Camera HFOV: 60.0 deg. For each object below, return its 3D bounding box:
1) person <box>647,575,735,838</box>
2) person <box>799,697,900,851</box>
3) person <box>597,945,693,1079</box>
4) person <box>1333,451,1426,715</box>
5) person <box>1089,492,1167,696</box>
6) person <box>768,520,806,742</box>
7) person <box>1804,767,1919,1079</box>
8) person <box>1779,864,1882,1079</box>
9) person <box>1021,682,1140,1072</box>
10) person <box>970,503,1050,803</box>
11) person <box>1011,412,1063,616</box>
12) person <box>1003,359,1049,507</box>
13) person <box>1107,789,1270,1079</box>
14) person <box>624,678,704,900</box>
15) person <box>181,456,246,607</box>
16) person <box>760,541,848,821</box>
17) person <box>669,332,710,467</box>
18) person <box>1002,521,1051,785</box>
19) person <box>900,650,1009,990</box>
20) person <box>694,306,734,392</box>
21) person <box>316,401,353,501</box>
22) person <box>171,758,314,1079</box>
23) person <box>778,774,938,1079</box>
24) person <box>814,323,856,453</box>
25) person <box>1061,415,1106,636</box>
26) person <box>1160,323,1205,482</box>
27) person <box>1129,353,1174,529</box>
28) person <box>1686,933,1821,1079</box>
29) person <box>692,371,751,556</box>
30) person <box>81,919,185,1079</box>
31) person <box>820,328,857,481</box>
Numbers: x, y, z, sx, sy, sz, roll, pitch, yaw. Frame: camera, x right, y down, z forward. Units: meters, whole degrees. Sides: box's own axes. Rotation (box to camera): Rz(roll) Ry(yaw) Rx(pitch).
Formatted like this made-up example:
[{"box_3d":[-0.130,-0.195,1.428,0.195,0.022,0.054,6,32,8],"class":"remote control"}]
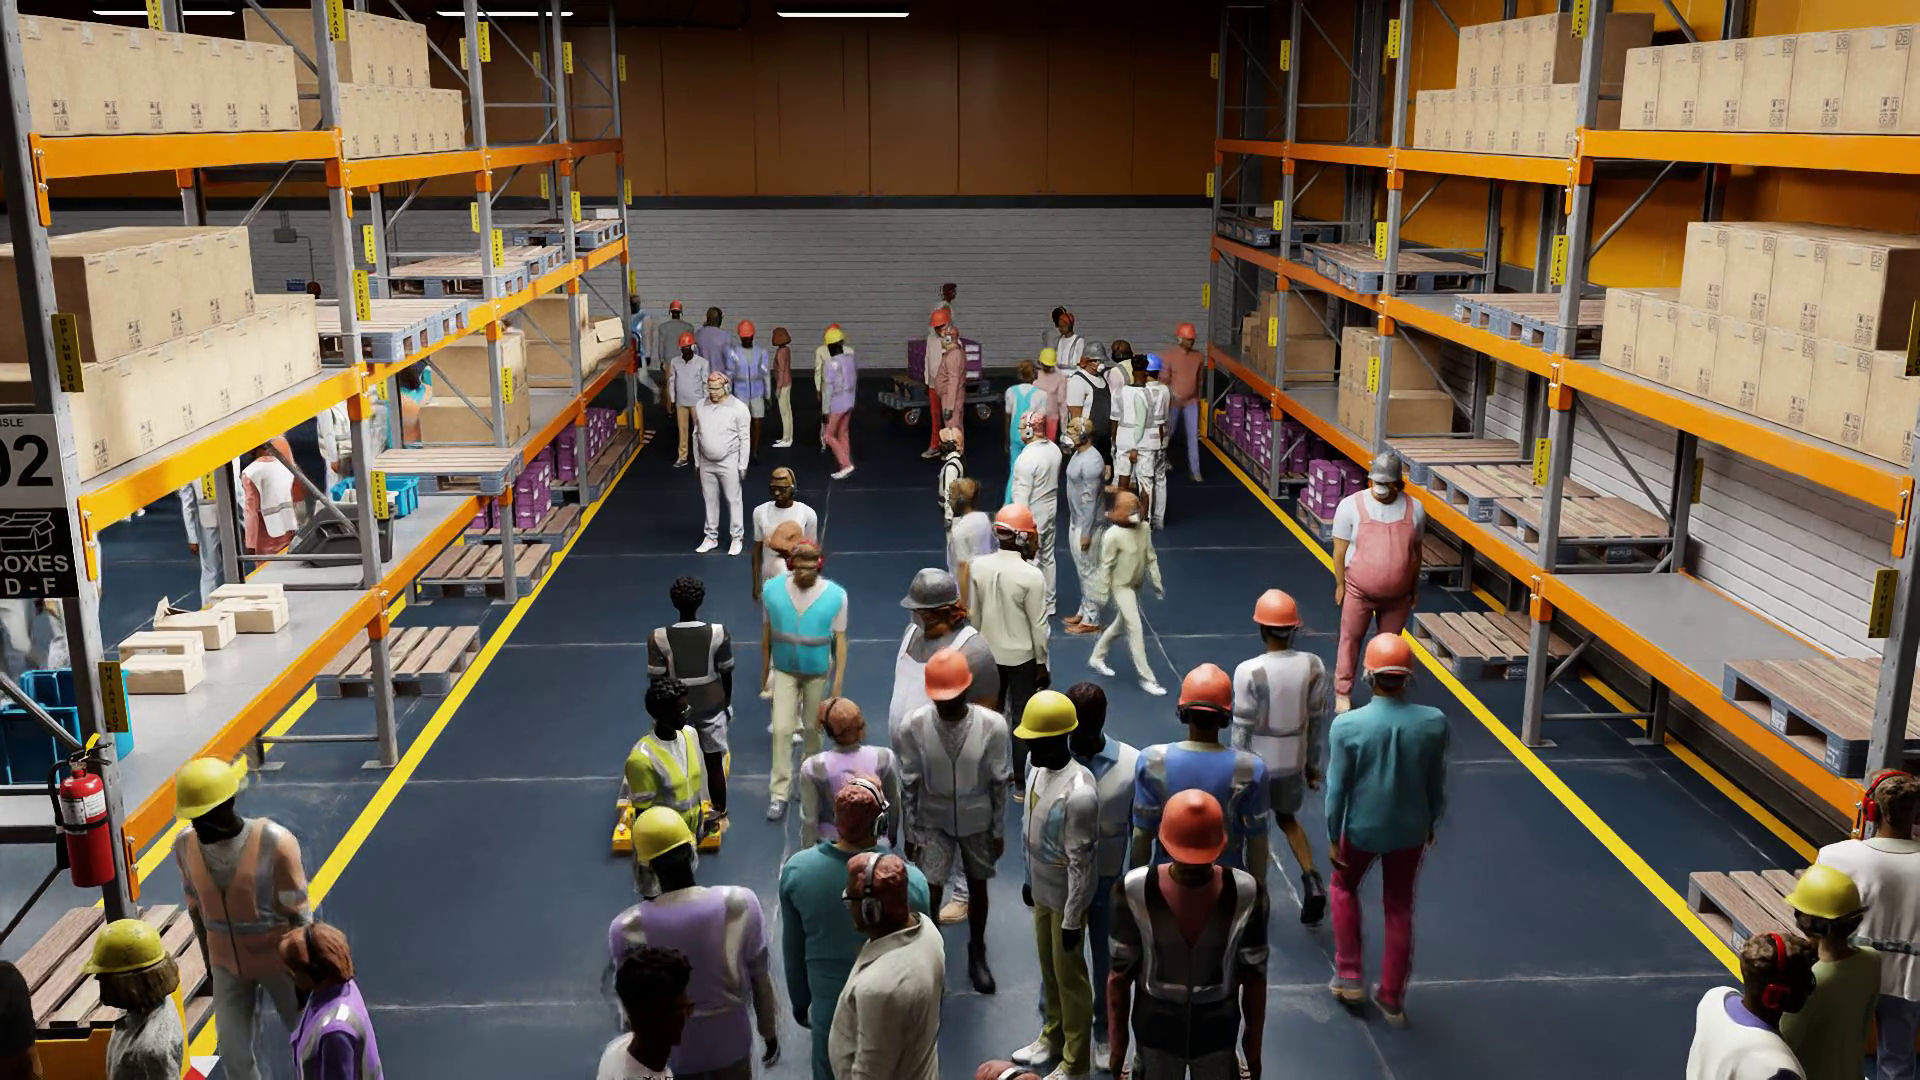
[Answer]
[{"box_3d":[-1.658,1.047,10.296,0.542,1.695,0.316,-4,15,-16],"class":"person"},{"box_3d":[-0.573,1.551,8.473,0.539,1.613,0.689,-4,15,-15],"class":"person"},{"box_3d":[-1.043,2.221,5.287,1.018,1.902,0.636,-3,15,-12],"class":"person"},{"box_3d":[3.140,0.327,12.436,0.683,2.000,0.536,0,14,-1],"class":"person"},{"box_3d":[1.322,0.381,13.124,0.839,1.585,0.505,13,19,41],"class":"person"},{"box_3d":[-1.202,0.654,11.969,0.364,1.626,0.545,-7,16,-25],"class":"person"},{"box_3d":[3.789,1.844,6.894,0.560,1.836,0.394,4,15,15],"class":"person"},{"box_3d":[3.176,2.051,6.229,0.525,1.762,0.341,-7,16,-26],"class":"person"},{"box_3d":[0.585,1.563,7.827,0.596,1.916,0.372,2,14,9],"class":"person"},{"box_3d":[0.341,0.739,10.923,0.608,1.989,0.386,11,18,38],"class":"person"},{"box_3d":[0.649,-0.202,14.801,0.399,1.900,0.645,9,17,31],"class":"person"},{"box_3d":[0.709,-1.079,18.404,0.515,1.823,0.742,4,15,14],"class":"person"},{"box_3d":[0.863,1.889,6.328,0.607,2.034,0.409,1,14,4],"class":"person"},{"box_3d":[-1.489,1.506,8.511,0.321,1.689,0.530,8,16,28],"class":"person"},{"box_3d":[-6.435,-0.103,14.394,0.405,1.909,0.597,8,16,28],"class":"person"},{"box_3d":[-1.025,0.895,10.663,0.593,1.803,0.833,1,14,5],"class":"person"},{"box_3d":[-3.478,-1.796,21.341,0.559,1.752,0.326,3,15,13],"class":"person"},{"box_3d":[0.382,0.778,10.974,0.356,1.885,0.573,-12,19,-39],"class":"person"},{"box_3d":[-0.027,1.438,8.368,0.542,1.905,0.561,0,14,2],"class":"person"},{"box_3d":[-3.301,-2.188,22.511,0.635,1.939,0.367,7,16,26],"class":"person"},{"box_3d":[-6.641,-0.939,17.819,0.403,1.834,0.589,-2,14,-7],"class":"person"},{"box_3d":[-3.010,1.738,7.229,0.611,1.877,0.882,2,14,6],"class":"person"},{"box_3d":[-0.383,1.852,6.715,0.651,1.907,0.409,4,15,17],"class":"person"},{"box_3d":[-1.671,-2.032,22.281,0.561,1.744,0.338,-1,14,-3],"class":"person"},{"box_3d":[1.078,-0.127,14.453,0.368,1.932,0.622,-2,14,-7],"class":"person"},{"box_3d":[2.755,-1.760,20.866,0.635,1.962,1.026,-4,15,-16],"class":"person"},{"box_3d":[2.056,-1.046,18.007,0.389,1.947,0.614,13,19,42],"class":"person"},{"box_3d":[2.605,2.168,5.595,0.376,1.844,0.573,0,14,0],"class":"person"},{"box_3d":[-2.468,-0.786,17.084,0.639,1.903,0.409,5,15,19],"class":"person"},{"box_3d":[-2.852,2.146,5.890,0.294,1.744,0.486,-9,17,-32],"class":"person"},{"box_3d":[-1.495,-1.659,20.484,0.396,1.909,0.623,7,16,27],"class":"person"}]
